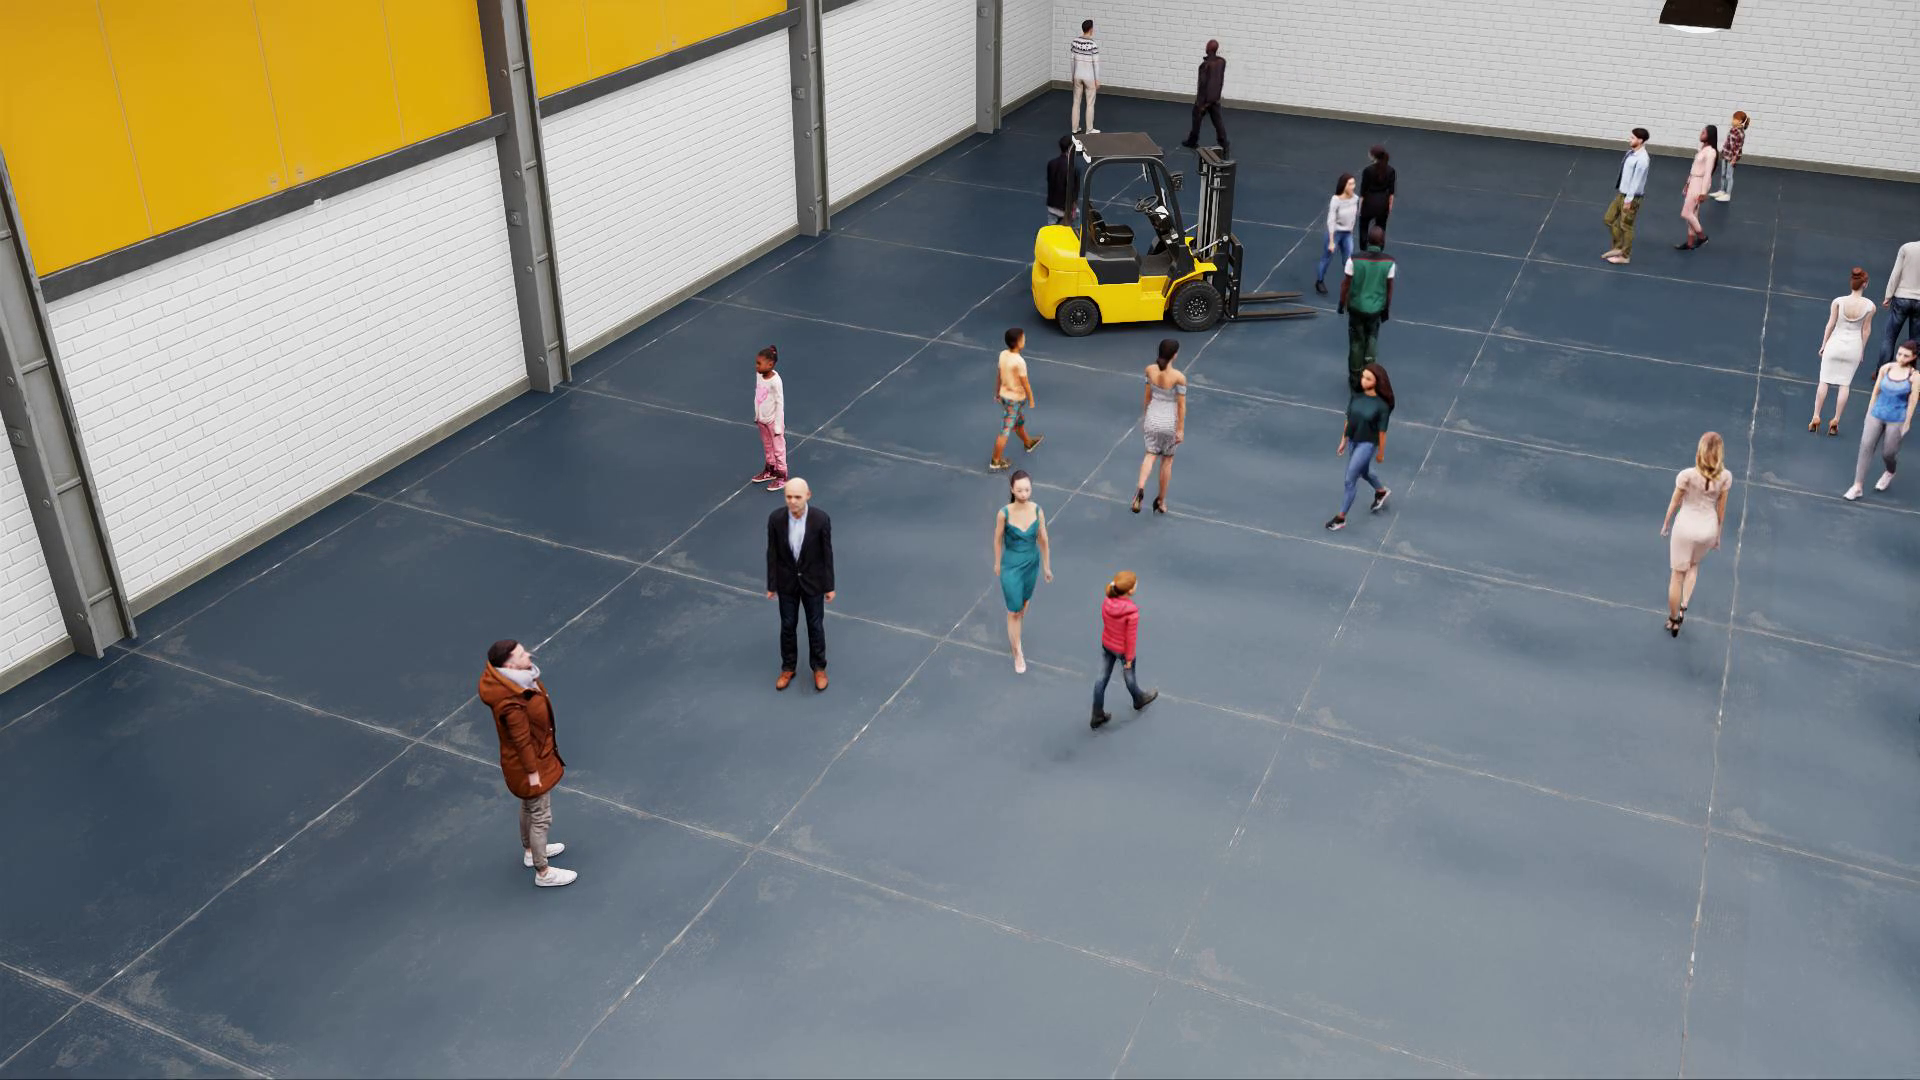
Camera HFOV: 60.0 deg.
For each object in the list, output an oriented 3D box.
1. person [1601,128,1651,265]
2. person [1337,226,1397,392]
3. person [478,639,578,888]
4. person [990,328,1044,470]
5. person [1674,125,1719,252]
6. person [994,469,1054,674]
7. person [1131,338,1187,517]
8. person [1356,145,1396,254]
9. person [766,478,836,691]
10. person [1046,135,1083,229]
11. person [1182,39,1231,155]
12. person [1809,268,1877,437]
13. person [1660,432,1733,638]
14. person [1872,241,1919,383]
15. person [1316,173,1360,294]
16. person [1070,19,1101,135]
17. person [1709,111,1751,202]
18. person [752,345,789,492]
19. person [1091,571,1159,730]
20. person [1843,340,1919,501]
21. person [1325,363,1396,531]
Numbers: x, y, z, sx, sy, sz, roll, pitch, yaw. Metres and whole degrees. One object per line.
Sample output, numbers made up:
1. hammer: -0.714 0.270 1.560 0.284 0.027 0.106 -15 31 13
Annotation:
1. person: 8.856 -4.494 21.787 0.844 1.800 0.698 3 29 6
2. person: 4.408 -2.472 18.055 0.807 1.824 0.810 1 29 2
3. person: -2.832 1.439 10.871 0.908 1.839 0.858 -13 31 -22
4. person: 0.463 -1.377 16.458 1.038 1.431 0.850 -19 34 -31
5. person: 9.967 -4.694 22.245 0.768 1.712 0.679 5 29 9
6. person: 0.465 0.185 13.356 0.853 1.659 0.938 -8 30 -14
7. person: 1.813 -0.989 15.359 0.663 1.803 0.817 18 33 29
8. person: 5.373 -4.239 21.500 0.870 1.627 0.987 0 29 1
9. person: -1.240 0.323 12.957 0.761 1.800 0.723 2 29 3
10. person: 1.256 -4.282 21.435 0.858 1.765 1.217 20 34 32
11. person: 4.025 -6.979 26.351 1.287 1.793 1.205 -18 33 -29
12. person: 9.061 -1.928 17.090 0.577 1.794 0.508 15 32 26
13. person: 5.975 0.004 13.521 0.674 1.819 0.685 4 29 8
14. person: 10.450 -2.617 18.233 0.724 1.909 0.614 13 31 23
15. person: 4.650 -3.761 20.676 1.075 1.578 1.093 -12 31 -21
16. person: 2.066 -7.660 27.529 0.724 1.861 0.620 18 34 30
17. person: 11.334 -5.647 24.418 0.658 1.305 0.561 0 29 0
18. person: -1.841 -1.201 16.123 0.613 1.444 0.618 -23 36 -35
19. person: 1.140 0.846 12.533 0.925 1.288 0.718 -25 37 -38
20. person: 8.890 -1.154 15.876 0.984 1.598 0.818 -20 34 -32
21. person: 3.786 -0.898 15.419 1.166 1.586 0.955 -18 33 -29
